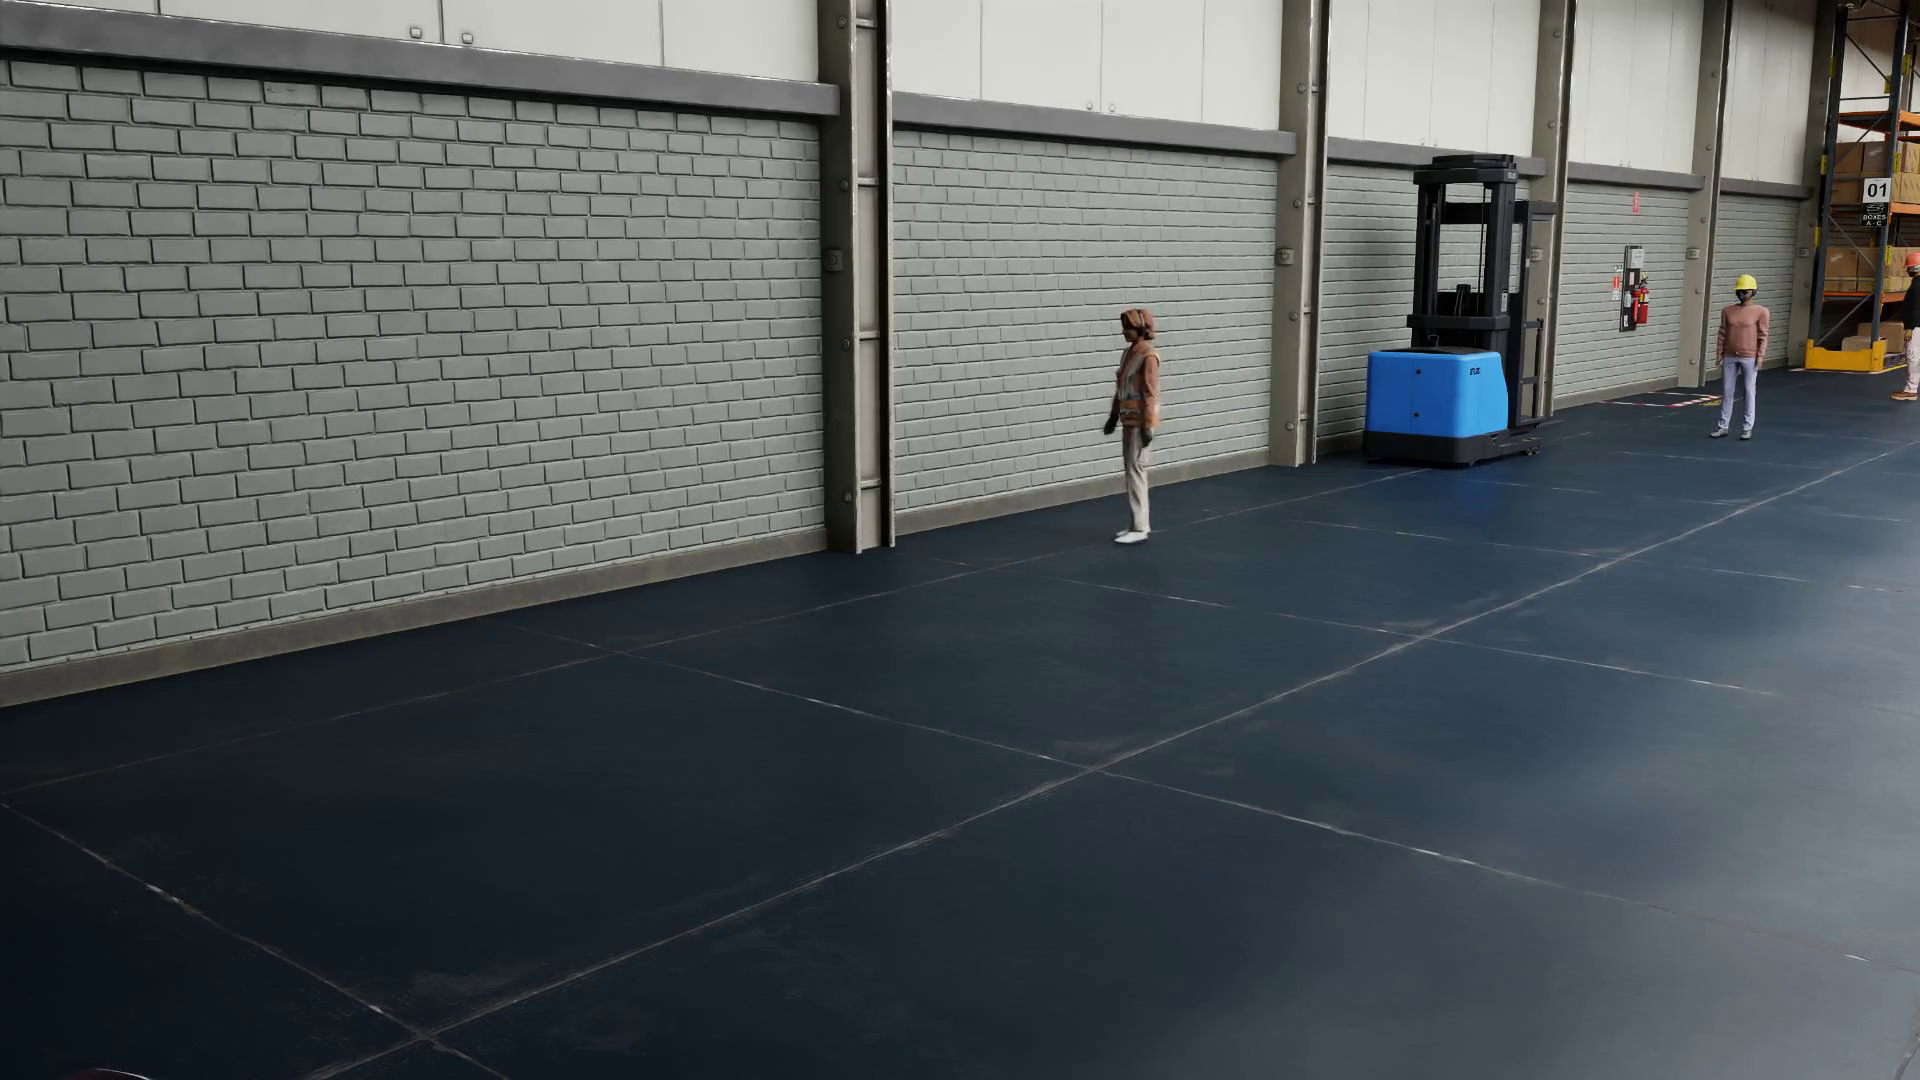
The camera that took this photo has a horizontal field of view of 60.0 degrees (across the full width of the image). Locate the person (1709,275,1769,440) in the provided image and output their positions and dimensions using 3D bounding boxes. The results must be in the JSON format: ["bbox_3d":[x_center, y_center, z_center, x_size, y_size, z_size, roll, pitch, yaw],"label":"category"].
[{"bbox_3d":[8.442,-1.977,17.996,0.308,1.769,0.524,-9,14,-42],"label":"person"}]

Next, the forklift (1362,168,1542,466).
[{"bbox_3d":[4.875,-2.212,16.287,1.129,2.768,1.873,8,13,40],"label":"forklift"}]

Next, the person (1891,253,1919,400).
[{"bbox_3d":[12.984,-2.909,22.670,0.386,1.989,0.608,7,12,33],"label":"person"}]

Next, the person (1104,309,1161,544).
[{"bbox_3d":[1.230,-0.802,11.674,0.353,1.633,0.530,-2,10,-12],"label":"person"}]
